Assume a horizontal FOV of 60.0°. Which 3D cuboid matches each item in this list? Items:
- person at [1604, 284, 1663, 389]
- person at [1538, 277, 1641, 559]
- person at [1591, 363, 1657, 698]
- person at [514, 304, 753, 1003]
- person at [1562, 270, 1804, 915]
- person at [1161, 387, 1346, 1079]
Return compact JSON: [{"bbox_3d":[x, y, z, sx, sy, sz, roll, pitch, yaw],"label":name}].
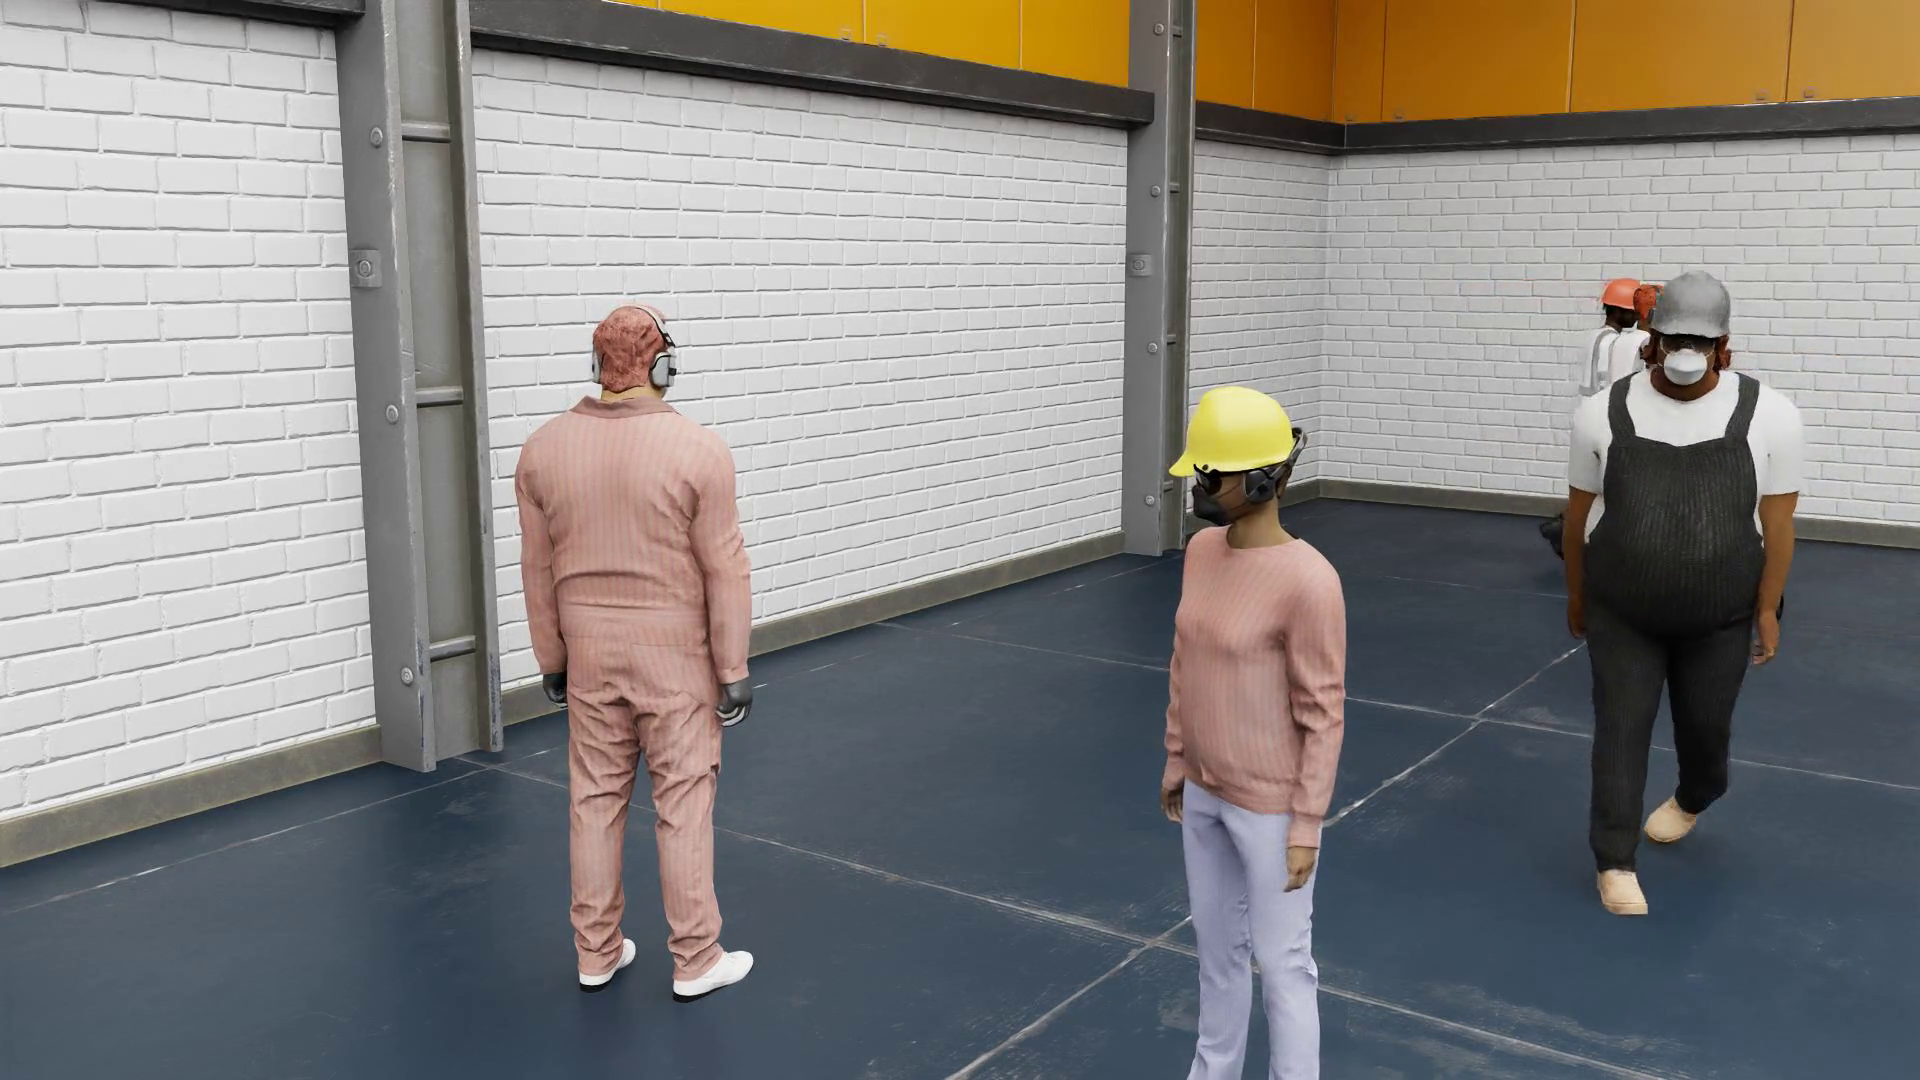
[{"bbox_3d":[4.081,-0.590,10.018,0.337,1.882,0.583,-2,10,-9],"label":"person"},{"bbox_3d":[4.155,-0.745,10.853,0.545,1.917,0.622,1,10,7],"label":"person"},{"bbox_3d":[3.276,-0.046,7.584,0.645,1.616,0.520,0,10,2],"label":"person"},{"bbox_3d":[-0.860,0.316,4.559,0.651,1.905,0.409,3,10,16],"label":"person"},{"bbox_3d":[2.293,0.115,5.354,0.686,2.000,0.852,4,10,22],"label":"person"},{"bbox_3d":[0.601,0.551,3.592,0.329,1.763,0.523,-5,11,-26],"label":"person"}]
